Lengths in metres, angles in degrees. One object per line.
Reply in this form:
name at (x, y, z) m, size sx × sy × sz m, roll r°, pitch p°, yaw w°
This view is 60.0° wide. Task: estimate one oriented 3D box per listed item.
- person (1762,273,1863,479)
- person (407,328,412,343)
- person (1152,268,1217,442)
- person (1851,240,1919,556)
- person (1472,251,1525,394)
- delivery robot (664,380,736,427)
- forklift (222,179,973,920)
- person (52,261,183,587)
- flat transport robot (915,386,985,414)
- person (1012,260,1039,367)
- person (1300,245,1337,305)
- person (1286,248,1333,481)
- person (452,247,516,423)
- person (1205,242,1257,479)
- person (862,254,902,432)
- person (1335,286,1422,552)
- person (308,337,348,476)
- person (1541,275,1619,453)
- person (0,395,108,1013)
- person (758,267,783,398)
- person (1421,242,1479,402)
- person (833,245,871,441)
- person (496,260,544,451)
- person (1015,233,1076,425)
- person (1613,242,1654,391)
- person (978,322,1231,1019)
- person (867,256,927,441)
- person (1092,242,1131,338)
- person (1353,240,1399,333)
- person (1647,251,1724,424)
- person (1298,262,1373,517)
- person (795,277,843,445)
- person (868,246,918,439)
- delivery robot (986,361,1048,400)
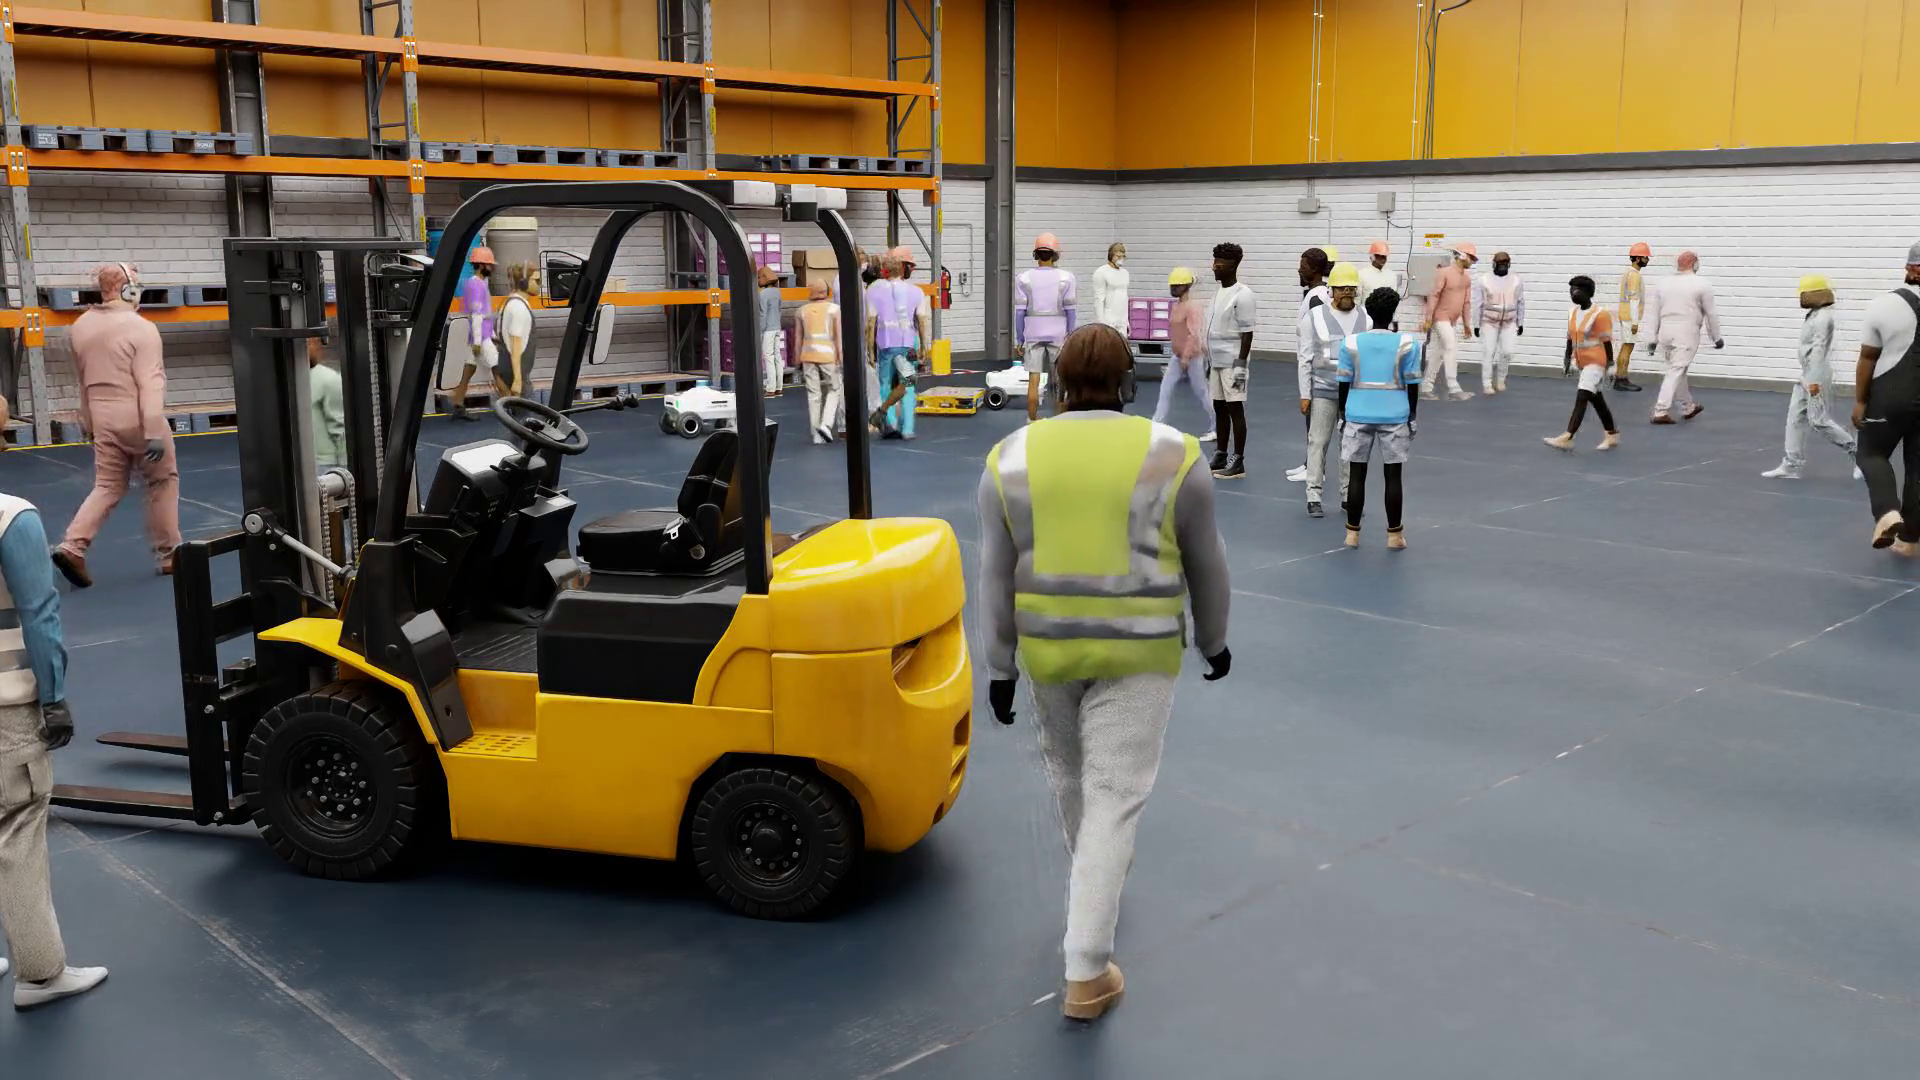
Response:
person at (7.128, -1.340, 13.731) m, size 0.717 × 1.713 × 0.501 m, roll 3°, pitch 11°, yaw 15°
person at (-5.793, -1.876, 16.871) m, size 0.522 × 1.640 × 0.305 m, roll 0°, pitch 10°, yaw 1°
person at (2.178, -1.793, 16.221) m, size 0.926 × 1.705 × 0.536 m, roll -3°, pitch 11°, yaw -18°
person at (5.997, -0.904, 10.472) m, size 0.697 × 2.000 × 0.560 m, roll 3°, pitch 11°, yaw 13°
person at (6.847, -2.751, 21.155) m, size 0.691 × 1.821 × 0.444 m, roll 0°, pitch 10°, yaw 1°
delivery robot at (-2.615, -1.372, 16.824) m, size 0.707 × 0.478 × 0.477 m, roll -7°, pitch 12°, yaw -33°
forklift at (-1.114, -0.058, 5.440) m, size 2.313 × 2.155 × 1.214 m, roll 2°, pitch 11°, yaw 13°
person at (-4.883, -0.673, 9.667) m, size 0.655 × 1.877 × 0.860 m, roll 4°, pitch 11°, yaw 21°
flat transport robot at (-0.080, -1.622, 19.216) m, size 0.652 × 0.197 × 1.431 m, roll 2°, pitch 11°, yaw 9°
person at (1.215, -3.354, 24.447) m, size 0.986 × 1.818 × 0.518 m, roll -4°, pitch 11°, yaw -19°
person at (4.280, -2.487, 19.470) m, size 0.596 × 1.911 × 0.458 m, roll 3°, pitch 11°, yaw 15°
person at (2.926, -1.442, 13.741) m, size 0.392 × 1.919 × 0.591 m, roll 2°, pitch 11°, yaw 10°
person at (-5.109, -2.222, 18.049) m, size 0.936 × 1.886 × 0.560 m, roll -5°, pitch 11°, yaw -25°
person at (2.229, -1.496, 13.903) m, size 0.368 × 1.967 × 0.600 m, roll -4°, pitch 11°, yaw -19°
person at (-0.885, -2.012, 17.087) m, size 0.442 × 1.828 × 0.642 m, roll -1°, pitch 10°, yaw -4°
person at (2.678, -0.771, 10.684) m, size 0.537 × 1.695 × 0.320 m, roll 4°, pitch 11°, yaw 19°
person at (-3.425, -0.397, 8.857) m, size 0.516 × 1.610 × 0.542 m, roll 3°, pitch 11°, yaw 16°
person at (5.842, -1.629, 15.466) m, size 0.889 × 1.640 × 0.559 m, roll -2°, pitch 11°, yaw -11°
person at (-2.559, 0.422, 4.344) m, size 0.518 × 1.636 × 0.312 m, roll 3°, pitch 11°, yaw 14°
person at (-2.388, -2.594, 20.802) m, size 0.289 × 1.633 × 0.497 m, roll 4°, pitch 11°, yaw 21°
person at (6.014, -2.646, 20.282) m, size 0.799 × 1.930 × 0.686 m, roll 9°, pitch 14°, yaw 41°
person at (-1.070, -1.940, 16.404) m, size 0.355 × 1.936 × 0.637 m, roll 1°, pitch 10°, yaw 6°
person at (-3.568, -1.308, 13.276) m, size 0.529 × 1.828 × 0.517 m, roll -3°, pitch 11°, yaw -16°
person at (0.848, -2.018, 16.542) m, size 0.607 × 2.044 × 0.378 m, roll 1°, pitch 10°, yaw 4°
person at (8.767, -2.894, 21.647) m, size 0.375 × 1.932 × 0.544 m, roll 3°, pitch 11°, yaw 15°
person at (0.405, 0.306, 4.573) m, size 0.638 × 1.784 × 0.994 m, roll 4°, pitch 11°, yaw 20°
person at (-0.619, -1.864, 16.359) m, size 0.593 × 1.832 × 0.396 m, roll 0°, pitch 10°, yaw -2°
person at (1.856, -2.635, 20.208) m, size 0.371 × 1.934 × 0.627 m, roll 9°, pitch 14°, yaw 40°
person at (5.288, -2.832, 21.208) m, size 0.632 × 1.964 × 0.900 m, roll -3°, pitch 11°, yaw -18°
person at (7.838, -2.181, 17.972) m, size 1.027 × 1.843 × 0.653 m, roll -6°, pitch 12°, yaw -29°
person at (2.728, -1.074, 11.966) m, size 0.599 × 1.832 × 0.404 m, roll -1°, pitch 10°, yaw -8°
person at (-1.348, -1.723, 16.068) m, size 0.549 × 1.614 × 0.354 m, roll 3°, pitch 11°, yaw 15°
person at (-0.631, -1.934, 16.446) m, size 0.500 × 1.911 × 0.569 m, roll -4°, pitch 11°, yaw -20°
delivery robot at (0.669, -1.845, 19.402) m, size 0.707 × 0.478 × 0.477 m, roll 1°, pitch 10°, yaw 6°
